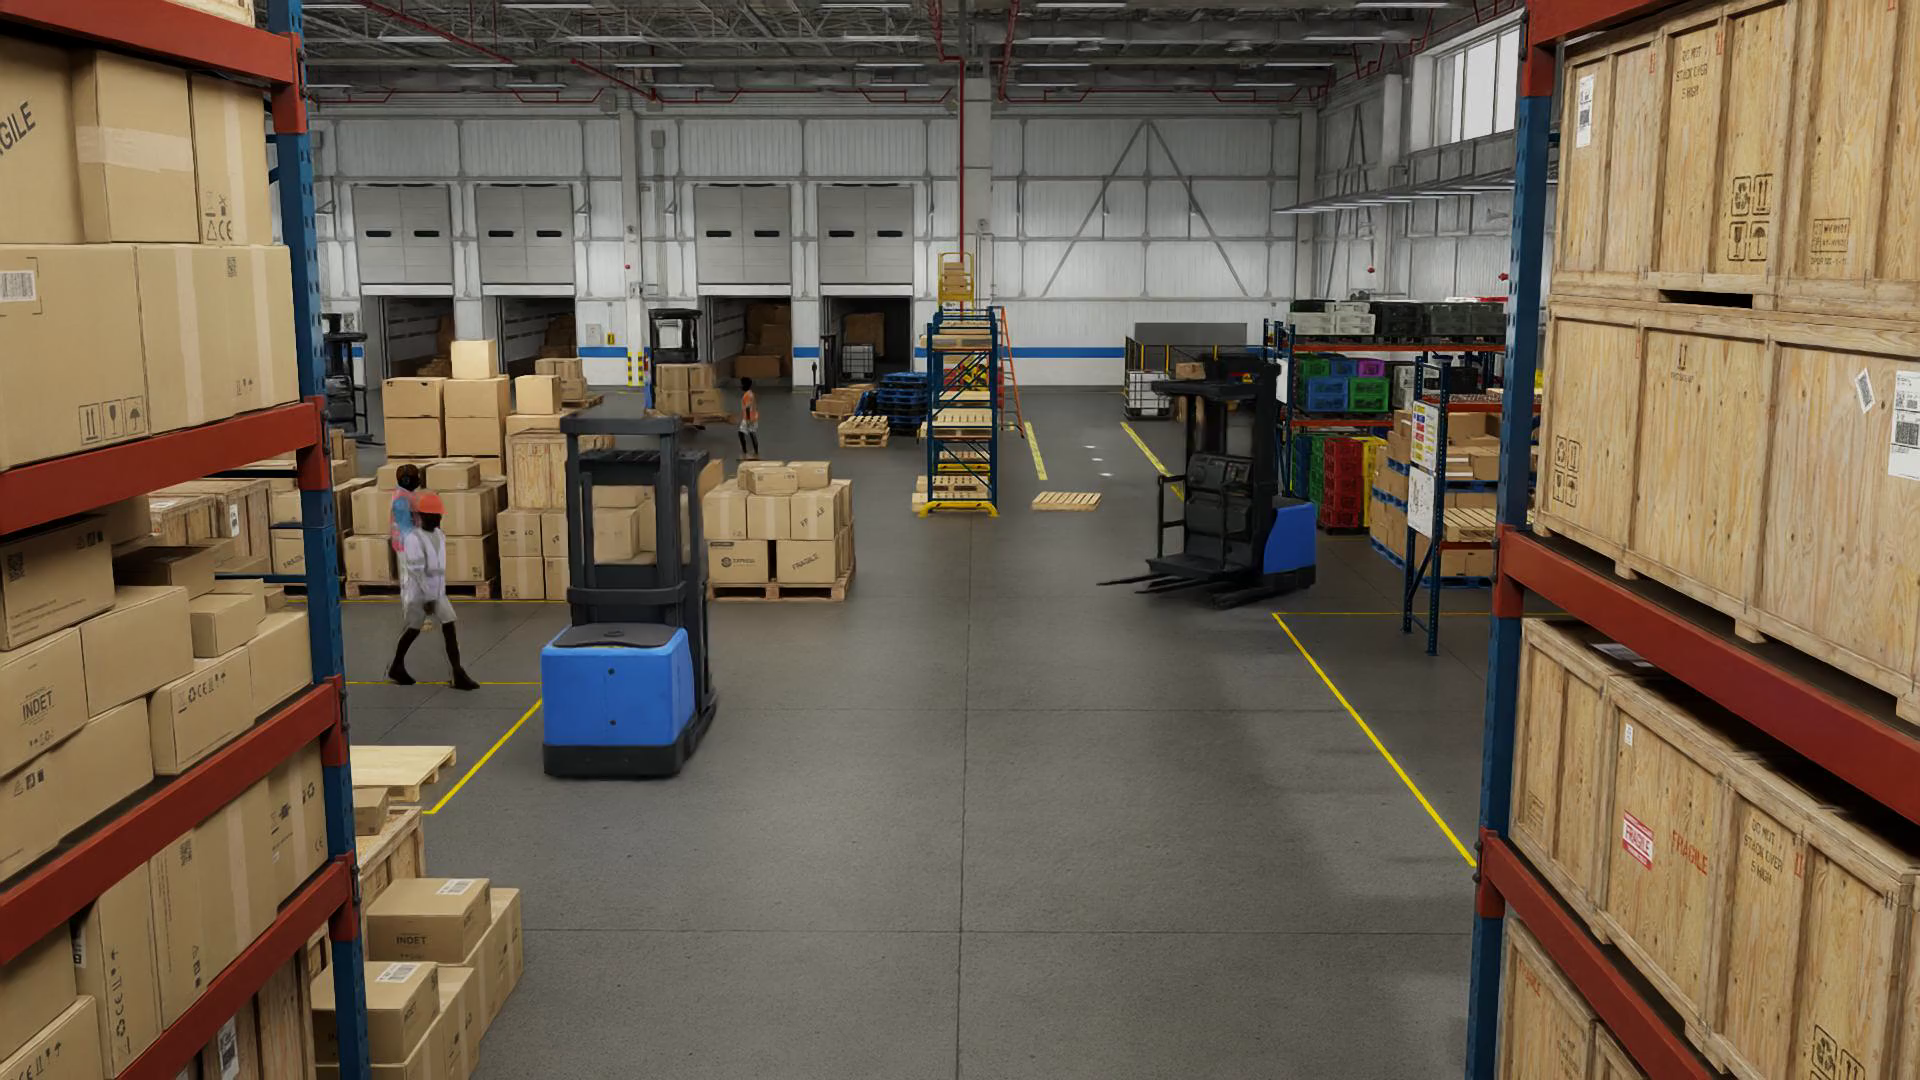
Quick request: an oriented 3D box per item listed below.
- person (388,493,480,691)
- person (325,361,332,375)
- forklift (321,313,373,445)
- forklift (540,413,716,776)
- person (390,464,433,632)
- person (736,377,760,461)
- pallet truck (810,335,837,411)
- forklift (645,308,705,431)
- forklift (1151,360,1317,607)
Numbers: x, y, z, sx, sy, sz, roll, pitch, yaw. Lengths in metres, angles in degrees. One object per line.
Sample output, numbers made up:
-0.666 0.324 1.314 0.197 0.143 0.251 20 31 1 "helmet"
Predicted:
-5.066 0.486 15.781 1.008 1.896 0.541 5 11 25 "person"
-15.025 -3.574 39.046 0.552 1.933 0.373 -4 11 -22 "person"
-13.638 -3.434 35.516 1.873 2.768 1.129 8 13 39 "forklift"
-2.736 0.356 13.650 1.129 2.768 1.873 0 10 1 "forklift"
-6.004 0.084 18.218 0.429 1.844 0.623 -3 10 -17 "person"
-4.243 -2.386 32.913 0.601 1.672 0.554 1 10 3 "person"
-3.021 -4.312 43.126 1.885 1.965 0.823 3 10 17 "pallet truck"
-6.707 -3.996 38.759 1.129 2.768 1.873 -3 10 -19 "forklift"
3.375 -0.756 20.061 1.873 2.768 1.129 -8 13 -40 "forklift"
